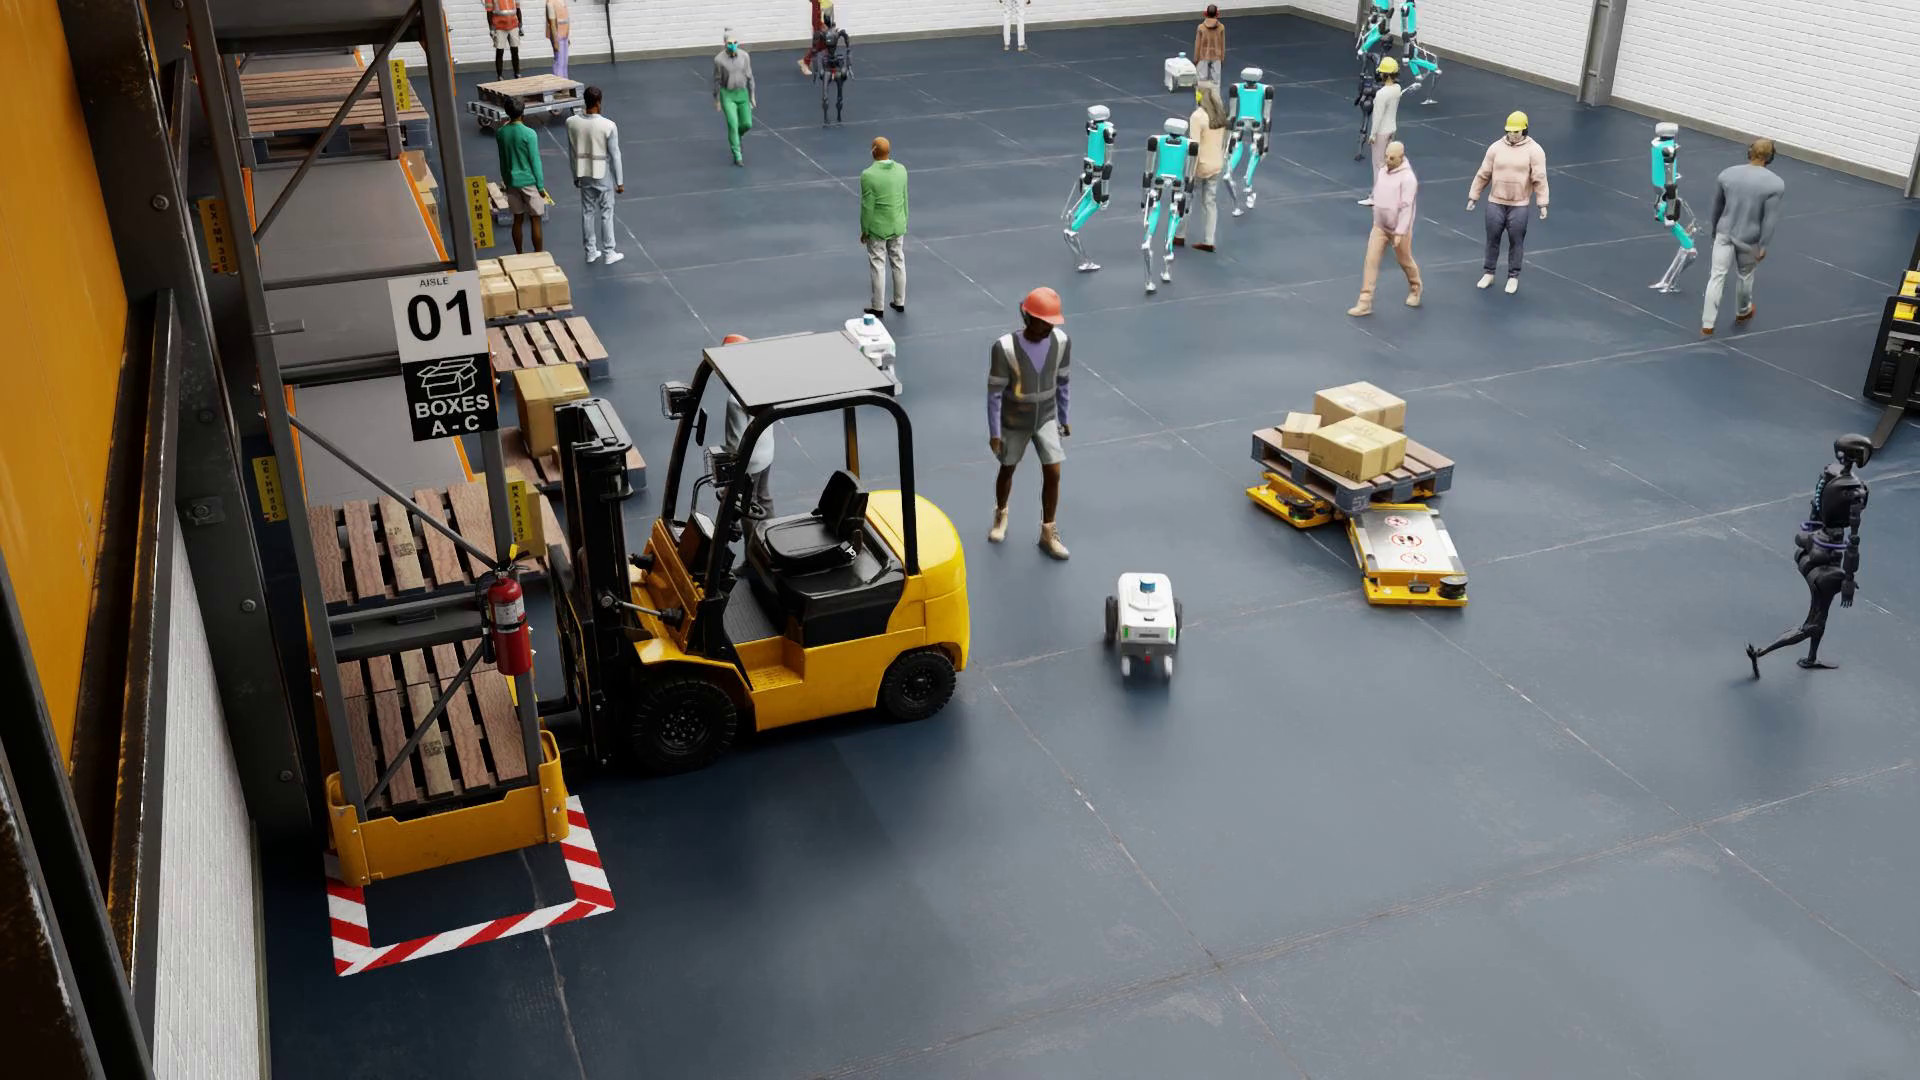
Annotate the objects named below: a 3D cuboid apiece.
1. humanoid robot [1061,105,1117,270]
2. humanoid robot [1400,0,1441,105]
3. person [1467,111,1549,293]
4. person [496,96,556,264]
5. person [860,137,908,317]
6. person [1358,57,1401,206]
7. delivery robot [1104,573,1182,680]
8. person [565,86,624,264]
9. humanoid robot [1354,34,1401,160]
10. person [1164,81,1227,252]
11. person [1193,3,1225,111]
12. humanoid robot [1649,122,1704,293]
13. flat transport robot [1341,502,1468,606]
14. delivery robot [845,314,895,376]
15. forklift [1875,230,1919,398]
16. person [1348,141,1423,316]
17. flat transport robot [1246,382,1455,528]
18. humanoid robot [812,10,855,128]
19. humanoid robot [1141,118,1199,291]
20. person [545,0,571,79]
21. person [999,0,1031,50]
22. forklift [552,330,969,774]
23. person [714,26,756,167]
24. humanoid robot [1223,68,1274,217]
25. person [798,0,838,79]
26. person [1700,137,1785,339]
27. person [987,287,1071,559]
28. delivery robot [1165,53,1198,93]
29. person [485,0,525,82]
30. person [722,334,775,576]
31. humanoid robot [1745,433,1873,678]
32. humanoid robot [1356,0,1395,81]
[{"bbox_3d":[1.290,-3.672,17.701,0.656,1.834,0.542,-10,28,-19],"label":"humanoid robot"},{"bbox_3d":[6.933,-7.304,24.944,1.049,1.756,0.542,12,29,22],"label":"humanoid robot"},{"bbox_3d":[5.678,-3.507,17.201,0.817,1.854,0.434,15,30,27],"label":"person"},{"bbox_3d":[-4.684,-3.802,17.803,0.498,1.843,0.399,9,28,18],"label":"person"},{"bbox_3d":[-0.750,-3.091,16.453,0.538,1.783,0.383,-18,32,-31],"label":"person"},{"bbox_3d":[5.111,-4.942,20.150,0.304,1.770,0.524,19,32,33],"label":"person"},{"bbox_3d":[1.189,0.499,10.645,0.499,0.566,0.739,1,27,2],"label":"delivery robot"},{"bbox_3d":[-3.930,-3.932,17.991,0.599,1.906,0.414,7,27,13],"label":"person"},{"bbox_3d":[5.602,-5.965,22.342,0.615,1.622,0.787,17,32,31],"label":"humanoid robot"},{"bbox_3d":[2.631,-4.163,18.528,0.596,1.836,0.779,-19,32,-33],"label":"person"},{"bbox_3d":[3.656,-7.021,24.410,0.457,1.651,0.334,-1,27,-3],"label":"person"},{"bbox_3d":[7.394,-3.370,17.115,0.776,1.810,0.539,2,27,5],"label":"humanoid robot"},{"bbox_3d":[3.149,0.062,11.865,0.659,0.231,1.431,2,27,3],"label":"flat transport robot"},{"bbox_3d":[-0.828,-1.764,15.190,0.499,0.606,0.805,-7,27,-13],"label":"delivery robot"},{"bbox_3d":[9.029,-2.397,14.618,1.214,2.155,2.313,18,32,32],"label":"forklift"},{"bbox_3d":[4.354,-3.120,16.566,0.939,1.740,0.529,-18,32,-31],"label":"person"},{"bbox_3d":[2.990,-0.423,12.829,1.431,0.231,0.659,-13,30,-25],"label":"flat transport robot"},{"bbox_3d":[-1.821,-6.769,23.899,0.612,1.639,0.583,1,27,2],"label":"humanoid robot"},{"bbox_3d":[2.119,-3.391,17.122,0.576,1.774,0.892,5,27,10],"label":"humanoid robot"},{"bbox_3d":[-6.155,-7.701,25.549,0.392,1.845,0.562,3,27,6],"label":"person"},{"bbox_3d":[0.960,-9.596,29.279,0.583,1.881,0.337,6,27,12],"label":"person"},{"bbox_3d":[-1.094,0.010,9.831,2.313,2.155,1.214,-10,28,-20],"label":"forklift"},{"bbox_3d":[-3.008,-5.893,21.982,0.535,1.823,0.646,-12,29,-23],"label":"person"},{"bbox_3d":[3.338,-4.604,19.503,0.533,1.725,1.018,9,28,17],"label":"humanoid robot"},{"bbox_3d":[-2.278,-8.398,27.064,0.853,1.731,0.466,9,28,17],"label":"person"},{"bbox_3d":[7.517,-2.929,16.008,0.646,1.880,0.986,21,33,35],"label":"person"},{"bbox_3d":[0.490,-0.846,11.761,0.647,2.011,0.740,-9,28,-18],"label":"person"},{"bbox_3d":[3.523,-7.418,26.444,0.499,0.612,0.809,-5,27,-10],"label":"delivery robot"},{"bbox_3d":[-7.183,-8.134,26.293,0.601,1.959,0.373,-21,33,-35],"label":"person"},{"bbox_3d":[-1.477,-0.588,11.518,0.351,1.740,0.571,8,28,15],"label":"person"},{"bbox_3d":[5.276,0.094,10.259,0.689,1.638,0.601,1,27,1],"label":"humanoid robot"},{"bbox_3d":[6.557,-8.174,26.675,0.748,1.831,0.535,-11,29,-21],"label":"humanoid robot"}]
